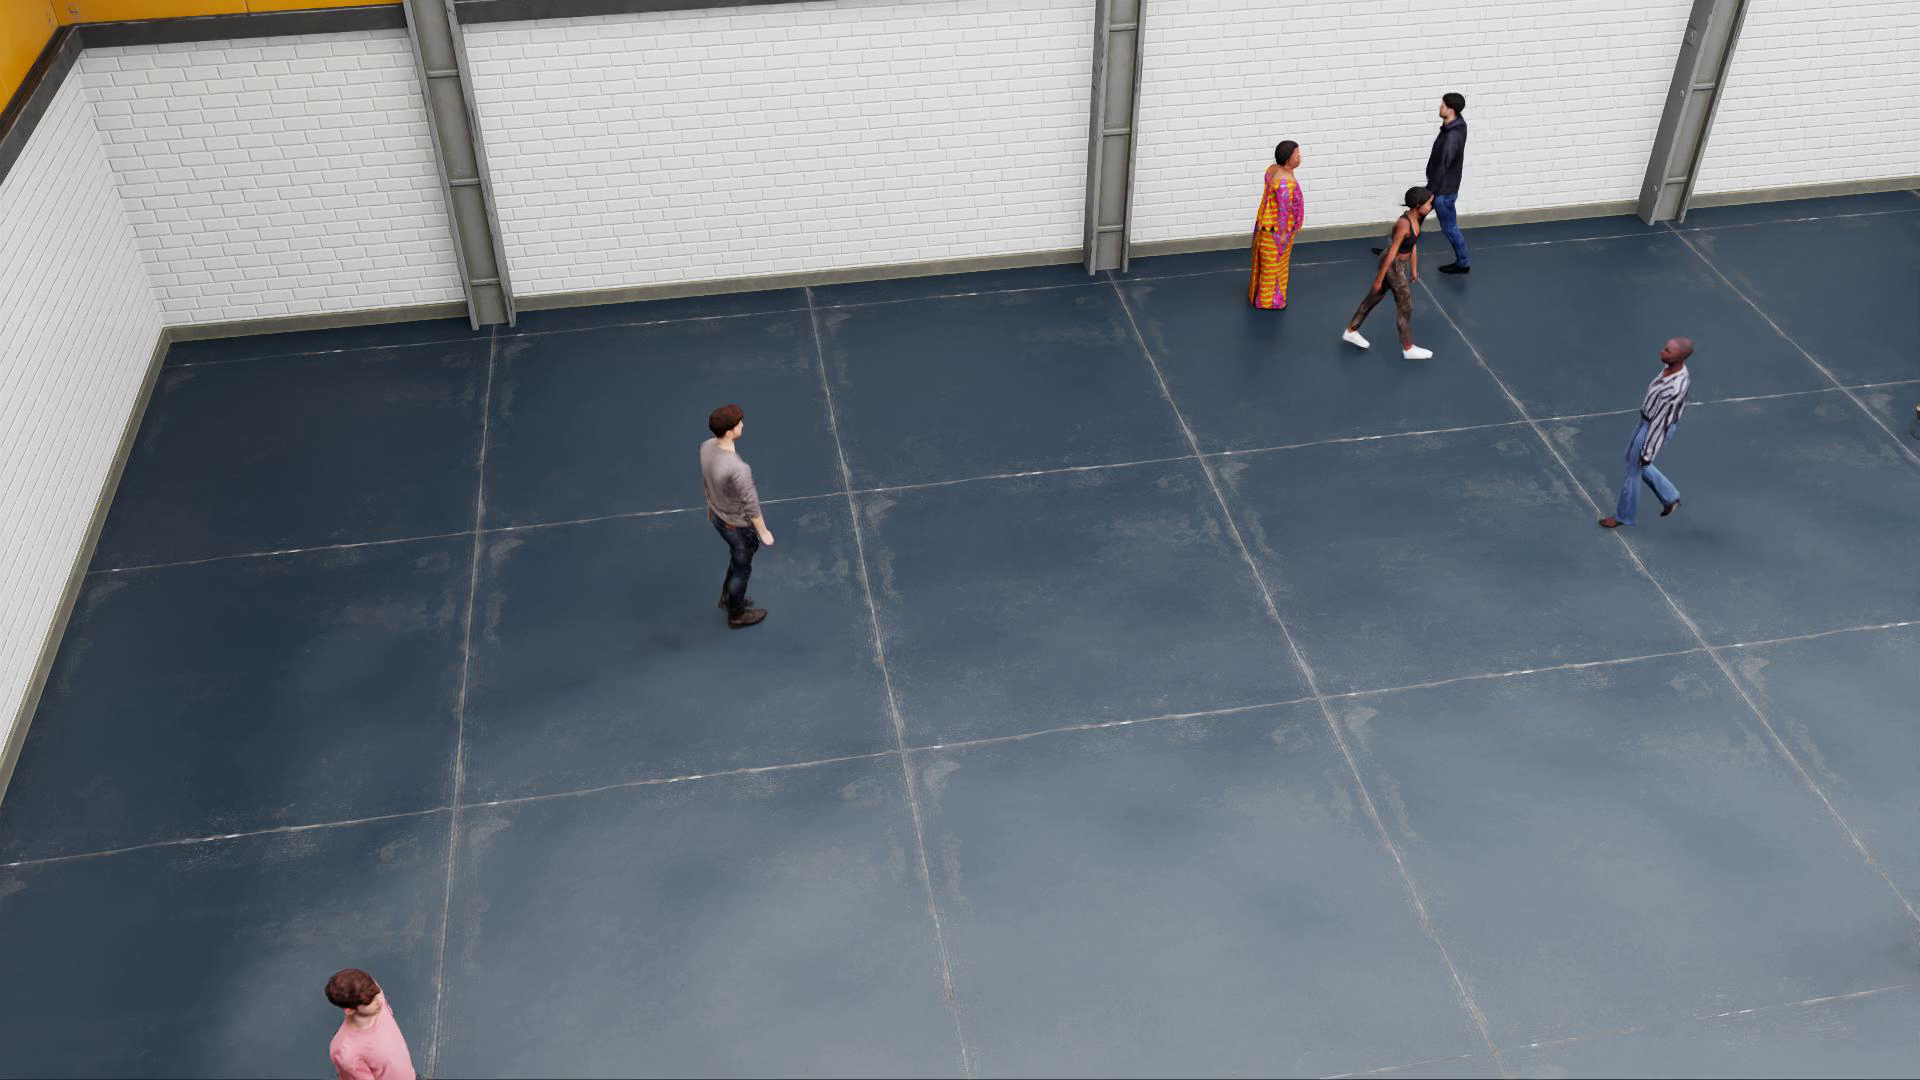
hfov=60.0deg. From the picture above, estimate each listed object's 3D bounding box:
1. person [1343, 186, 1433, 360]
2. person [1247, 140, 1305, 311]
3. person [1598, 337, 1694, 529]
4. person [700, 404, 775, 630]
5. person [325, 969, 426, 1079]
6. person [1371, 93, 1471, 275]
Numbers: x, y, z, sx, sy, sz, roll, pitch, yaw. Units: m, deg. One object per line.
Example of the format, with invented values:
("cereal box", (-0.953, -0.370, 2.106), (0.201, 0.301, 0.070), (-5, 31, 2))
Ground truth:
("person", (3.811, -2.416, 14.956), (1.130, 1.650, 0.988), (20, 43, 24))
("person", (3.002, -3.000, 15.661), (0.675, 1.683, 0.662), (-3, 39, -4))
("person", (5.421, -0.783, 12.809), (0.946, 1.777, 0.848), (12, 40, 15))
("person", (-1.678, -0.106, 11.872), (0.748, 1.889, 0.775), (-20, 43, -23))
("person", (-2.934, 2.759, 8.241), (0.748, 1.943, 0.710), (5, 39, 6))
("person", (4.726, -3.355, 15.984), (1.311, 1.834, 1.052), (11, 40, 14))
